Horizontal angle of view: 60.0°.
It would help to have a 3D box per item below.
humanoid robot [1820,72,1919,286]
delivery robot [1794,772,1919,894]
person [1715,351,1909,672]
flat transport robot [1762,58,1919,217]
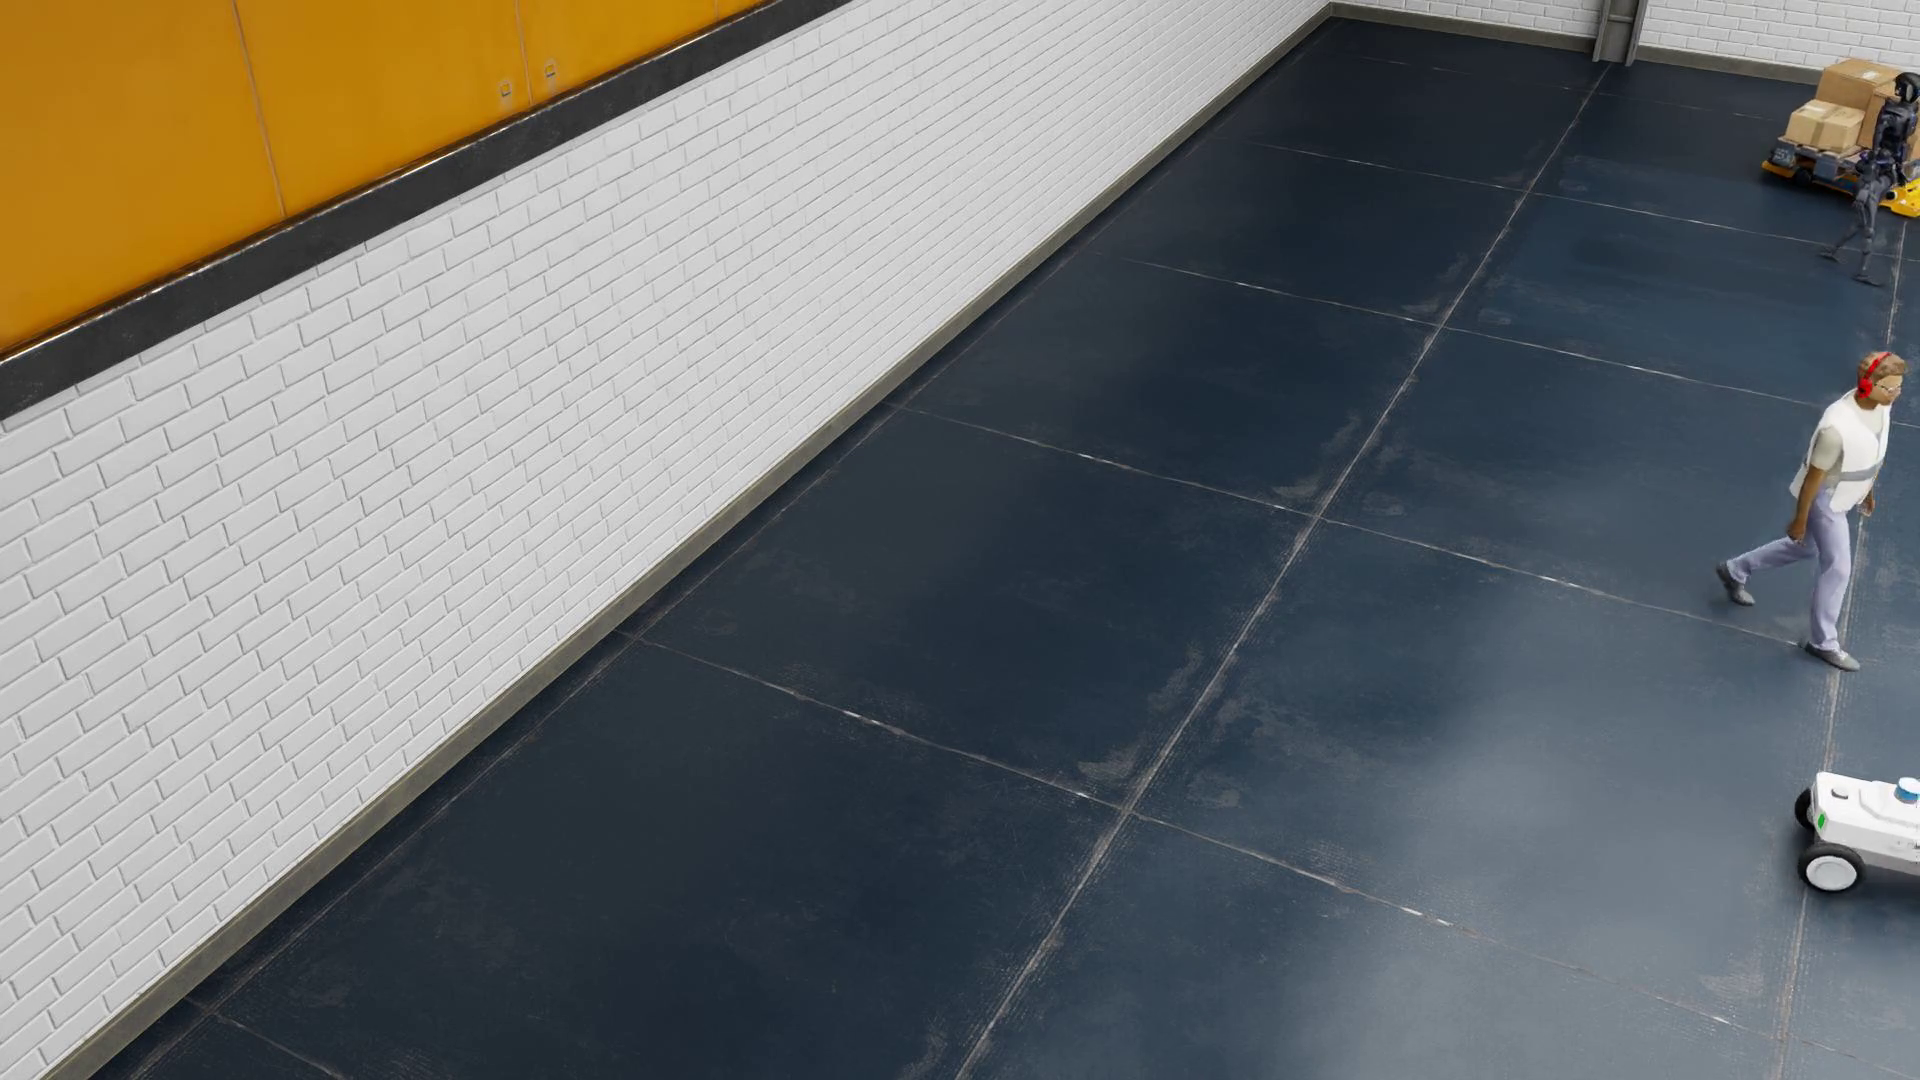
[{"bbox_3d":[7.217,-2.851,12.985,0.611,1.641,0.626,-23,40,-31],"label":"humanoid robot"},{"bbox_3d":[4.280,1.357,7.719,0.791,0.614,0.499,12,36,17],"label":"delivery robot"},{"bbox_3d":[4.637,-0.234,8.940,0.561,1.814,0.870,-29,43,-36],"label":"person"},{"bbox_3d":[7.991,-3.245,14.806,0.659,0.231,1.431,-23,40,-30],"label":"flat transport robot"}]
